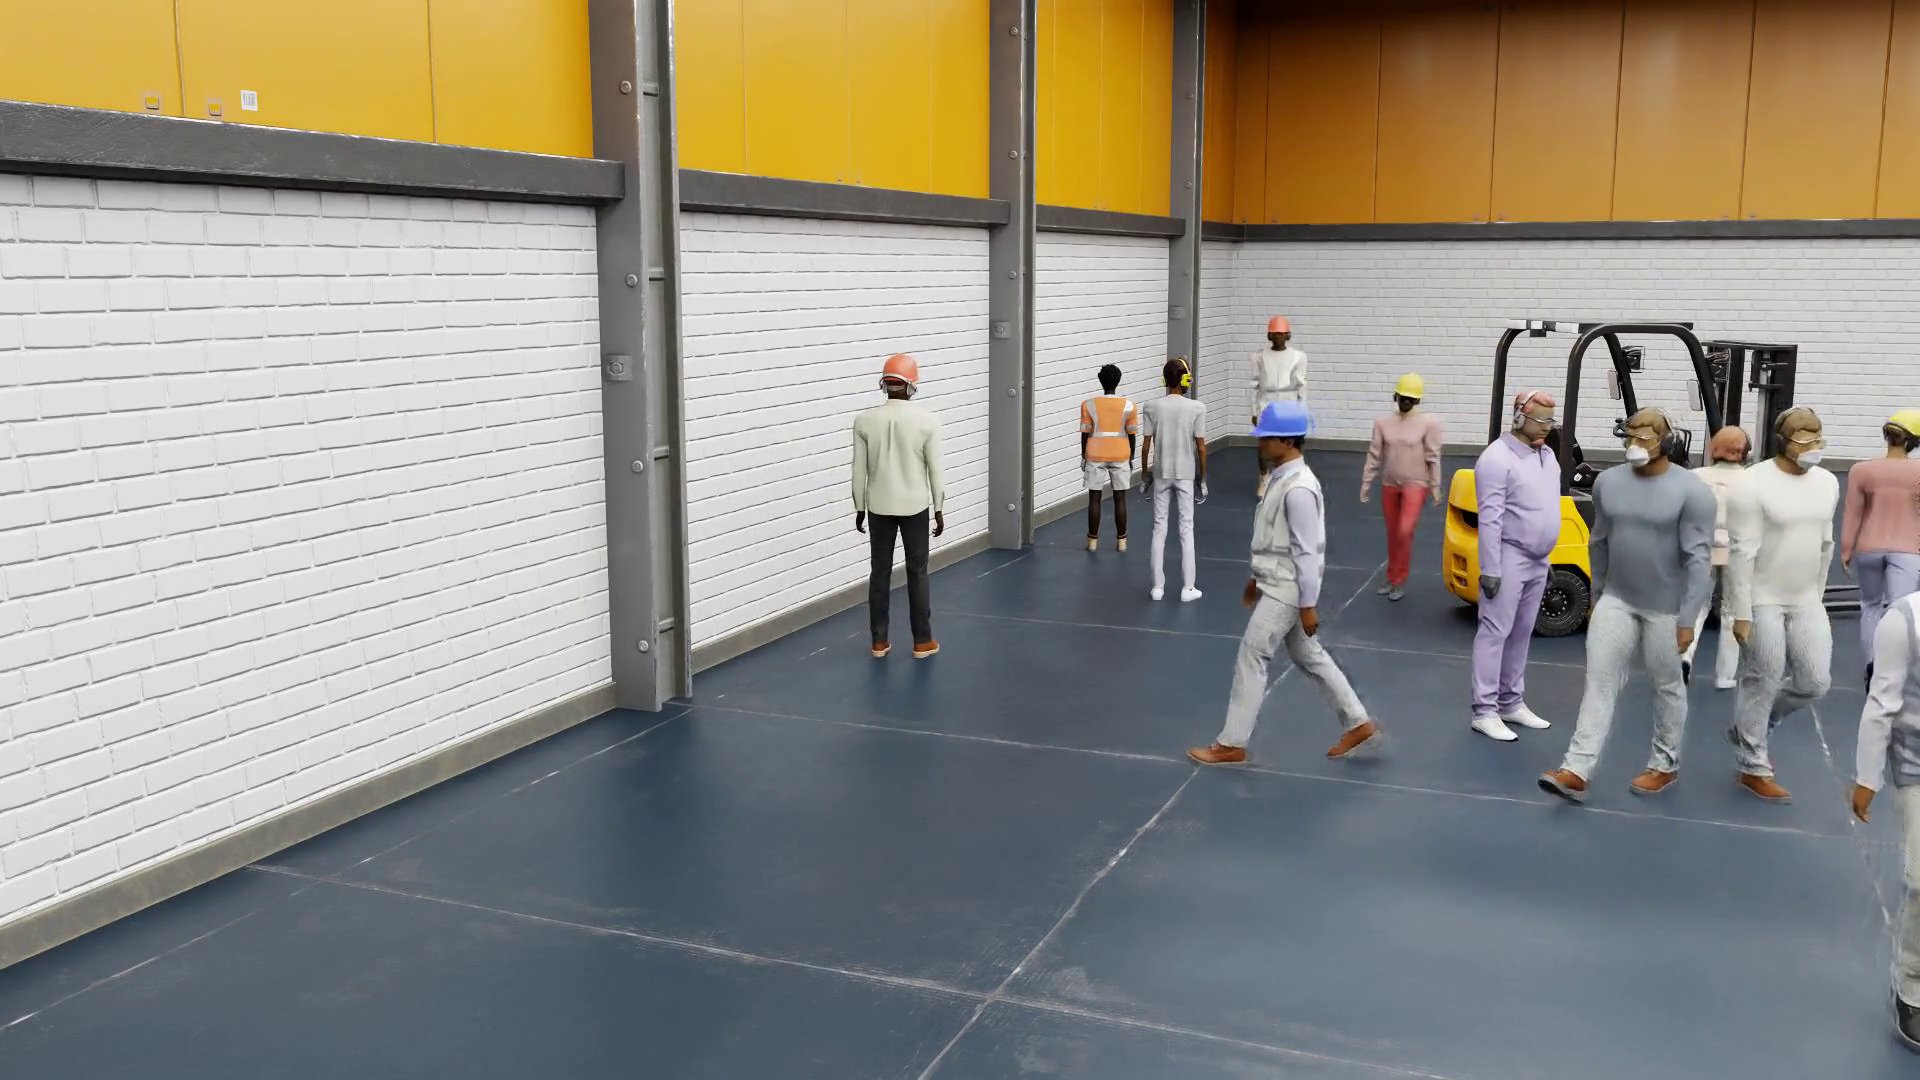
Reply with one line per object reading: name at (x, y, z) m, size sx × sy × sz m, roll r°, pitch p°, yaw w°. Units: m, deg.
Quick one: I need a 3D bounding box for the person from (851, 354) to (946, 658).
person at (-0.396, -0.221, 10.919) m, size 0.623 × 1.992 × 0.396 m, roll 2°, pitch 10°, yaw 10°

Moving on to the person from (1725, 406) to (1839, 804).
person at (3.897, 0.310, 7.949) m, size 0.629 × 1.919 × 0.474 m, roll -3°, pitch 10°, yaw -17°

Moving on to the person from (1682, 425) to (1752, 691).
person at (4.551, 0.121, 9.963) m, size 0.514 × 1.628 × 0.460 m, roll 7°, pitch 12°, yaw 35°

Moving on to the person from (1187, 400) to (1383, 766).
person at (1.716, 0.227, 8.499) m, size 0.986 × 1.907 × 0.605 m, roll 1°, pitch 9°, yaw 7°

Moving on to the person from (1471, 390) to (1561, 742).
person at (3.065, 0.130, 9.091) m, size 0.642 × 1.900 × 0.399 m, roll -8°, pitch 12°, yaw -40°

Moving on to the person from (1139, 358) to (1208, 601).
person at (1.639, -0.459, 12.762) m, size 0.535 × 1.862 × 0.312 m, roll 3°, pitch 10°, yaw 17°

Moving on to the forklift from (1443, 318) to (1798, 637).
forklift at (4.706, -0.497, 11.990) m, size 2.313 × 2.155 × 1.214 m, roll -2°, pitch 10°, yaw -10°

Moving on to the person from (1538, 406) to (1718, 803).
person at (3.160, 0.332, 7.849) m, size 0.957 × 1.896 × 0.656 m, roll -7°, pitch 12°, yaw -38°

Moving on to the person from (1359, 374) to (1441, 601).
person at (3.358, -0.398, 12.738) m, size 0.602 × 1.736 × 0.611 m, roll 8°, pitch 12°, yaw 39°

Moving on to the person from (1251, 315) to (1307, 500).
person at (3.458, -1.424, 18.087) m, size 0.602 × 2.028 × 0.518 m, roll 2°, pitch 10°, yaw 11°

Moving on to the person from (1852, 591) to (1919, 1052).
person at (3.282, 0.781, 5.398) m, size 0.631 × 1.808 × 0.561 m, roll 1°, pitch 9°, yaw 5°

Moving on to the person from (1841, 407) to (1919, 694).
person at (5.566, 0.064, 9.991) m, size 0.517 × 1.727 × 0.809 m, roll 8°, pitch 12°, yaw 39°

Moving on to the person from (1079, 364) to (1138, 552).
person at (1.331, -0.728, 14.921) m, size 0.530 × 1.689 × 0.322 m, roll 0°, pitch 9°, yaw -2°
